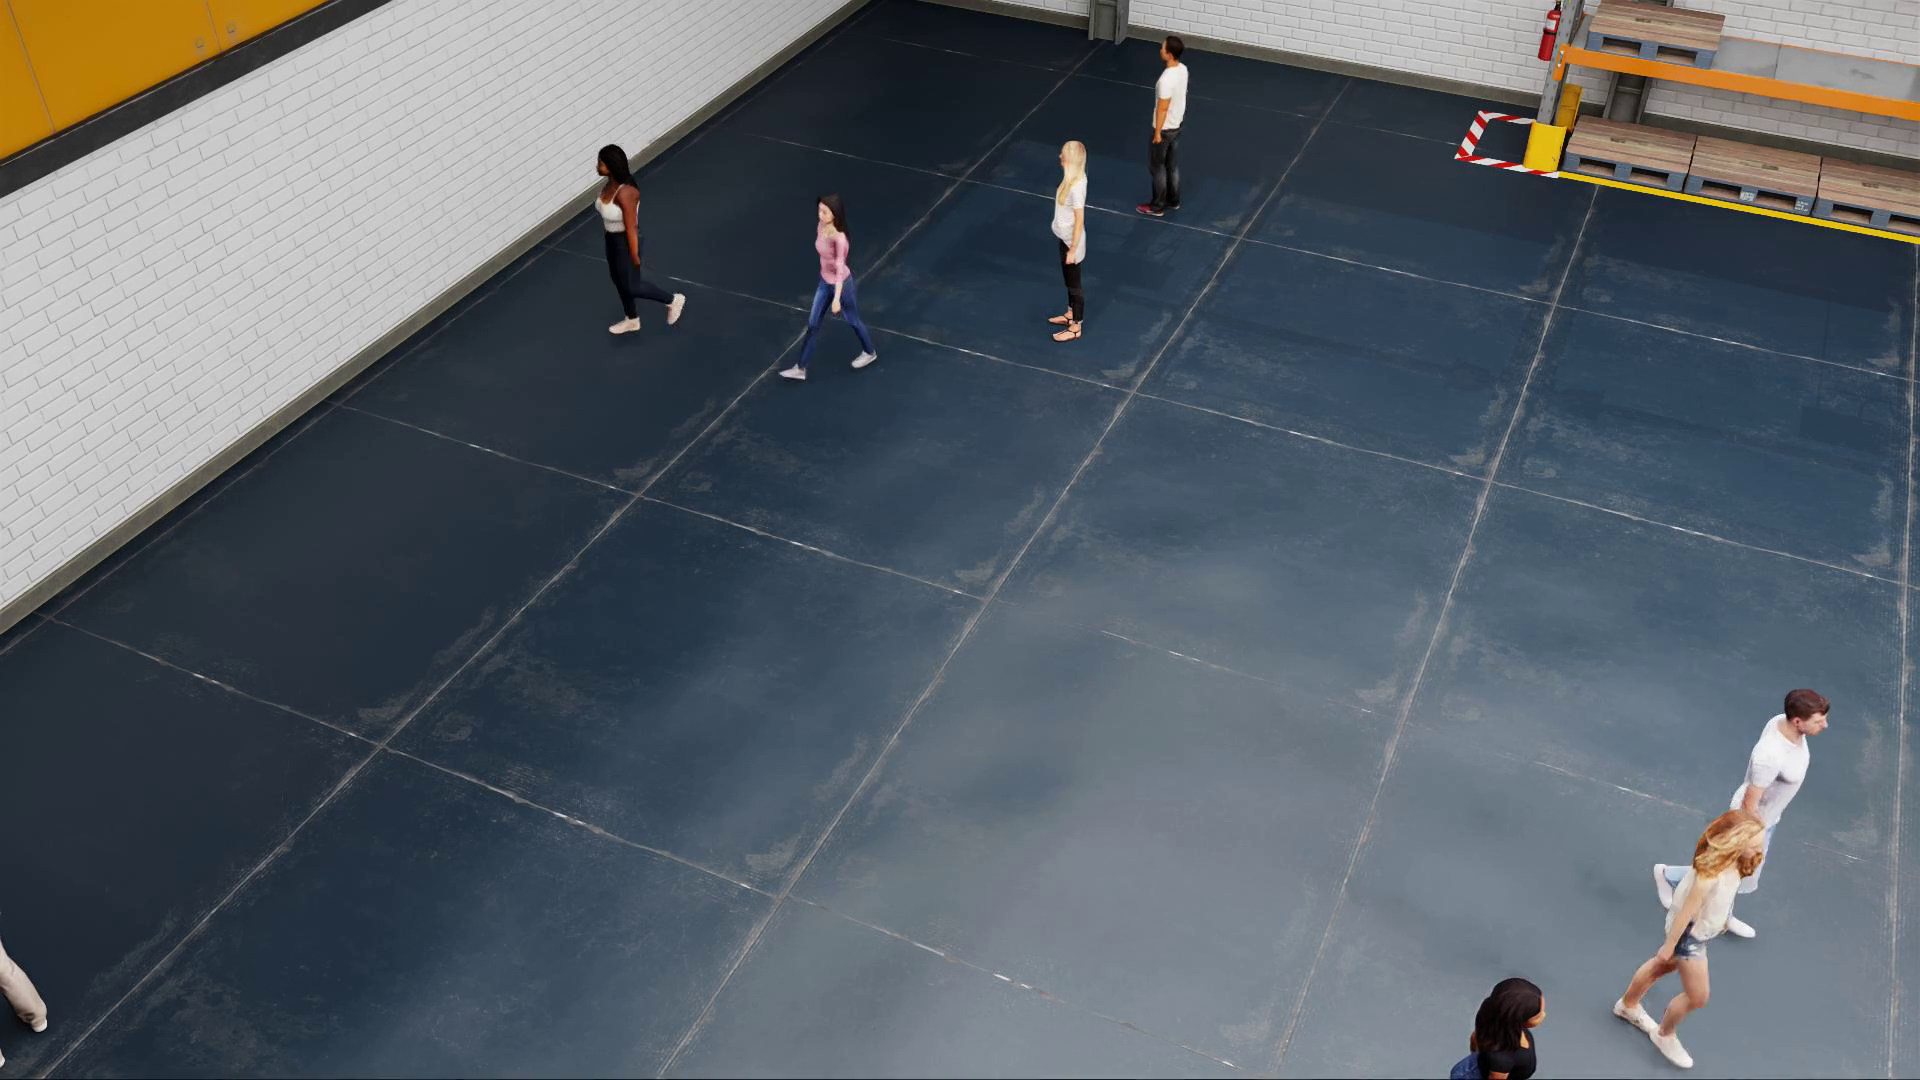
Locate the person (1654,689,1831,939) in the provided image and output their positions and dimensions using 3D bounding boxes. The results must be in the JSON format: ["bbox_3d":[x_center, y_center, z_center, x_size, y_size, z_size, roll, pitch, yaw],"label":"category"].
[{"bbox_3d":[4.314,1.491,9.212,0.907,1.841,0.764,25,45,28],"label":"person"}]

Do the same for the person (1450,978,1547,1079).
[{"bbox_3d":[2.446,2.639,7.857,0.619,1.738,0.630,5,39,7],"label":"person"}]

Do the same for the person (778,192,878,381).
[{"bbox_3d":[-0.952,-2.106,13.834,1.029,1.695,1.147,-23,44,-26],"label":"person"}]

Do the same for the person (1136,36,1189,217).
[{"bbox_3d":[2.058,-4.026,16.155,0.609,1.799,0.653,18,42,21],"label":"person"}]

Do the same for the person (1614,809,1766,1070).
[{"bbox_3d":[3.710,1.991,8.665,0.804,1.743,0.731,30,48,32],"label":"person"}]

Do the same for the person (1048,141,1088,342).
[{"bbox_3d":[0.965,-2.579,14.322,0.693,1.826,0.696,-2,39,-3],"label":"person"}]

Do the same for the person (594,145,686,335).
[{"bbox_3d":[-2.788,-2.572,14.339,1.019,1.794,0.971,-14,41,-17],"label":"person"}]
